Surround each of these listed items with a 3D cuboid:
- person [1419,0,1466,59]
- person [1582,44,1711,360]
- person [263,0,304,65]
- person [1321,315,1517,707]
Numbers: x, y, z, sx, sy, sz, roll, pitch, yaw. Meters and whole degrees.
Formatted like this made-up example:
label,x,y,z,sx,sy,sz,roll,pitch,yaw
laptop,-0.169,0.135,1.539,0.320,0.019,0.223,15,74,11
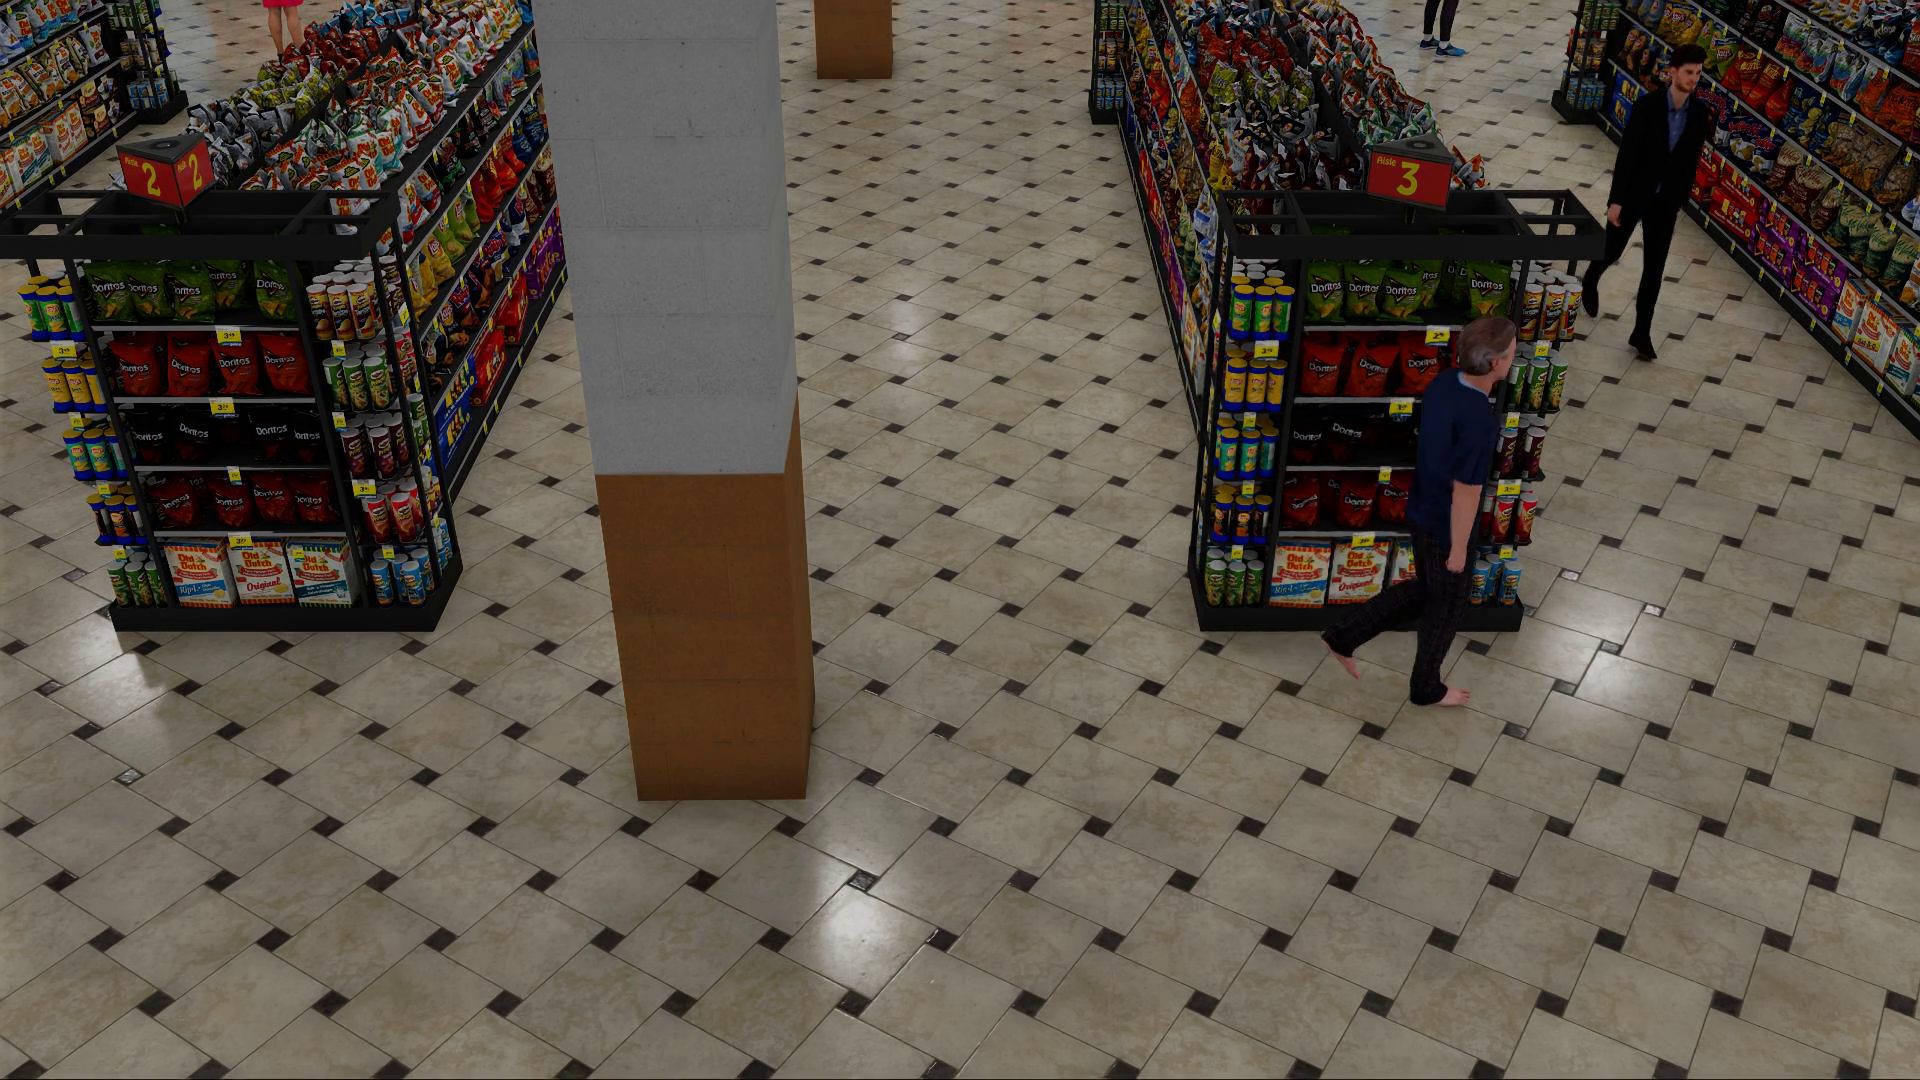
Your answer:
label,x,y,z,sx,sy,sz,roll,pitch,yaw
person,4.681,-5.570,15.843,0.814,1.830,0.627,-10,33,-15
person,4.211,-2.136,10.293,0.721,1.864,1.141,1,32,1
person,-6.351,-5.243,15.414,0.589,1.729,0.564,4,32,6
person,1.930,-0.067,6.984,0.763,1.845,0.849,-2,32,-3
